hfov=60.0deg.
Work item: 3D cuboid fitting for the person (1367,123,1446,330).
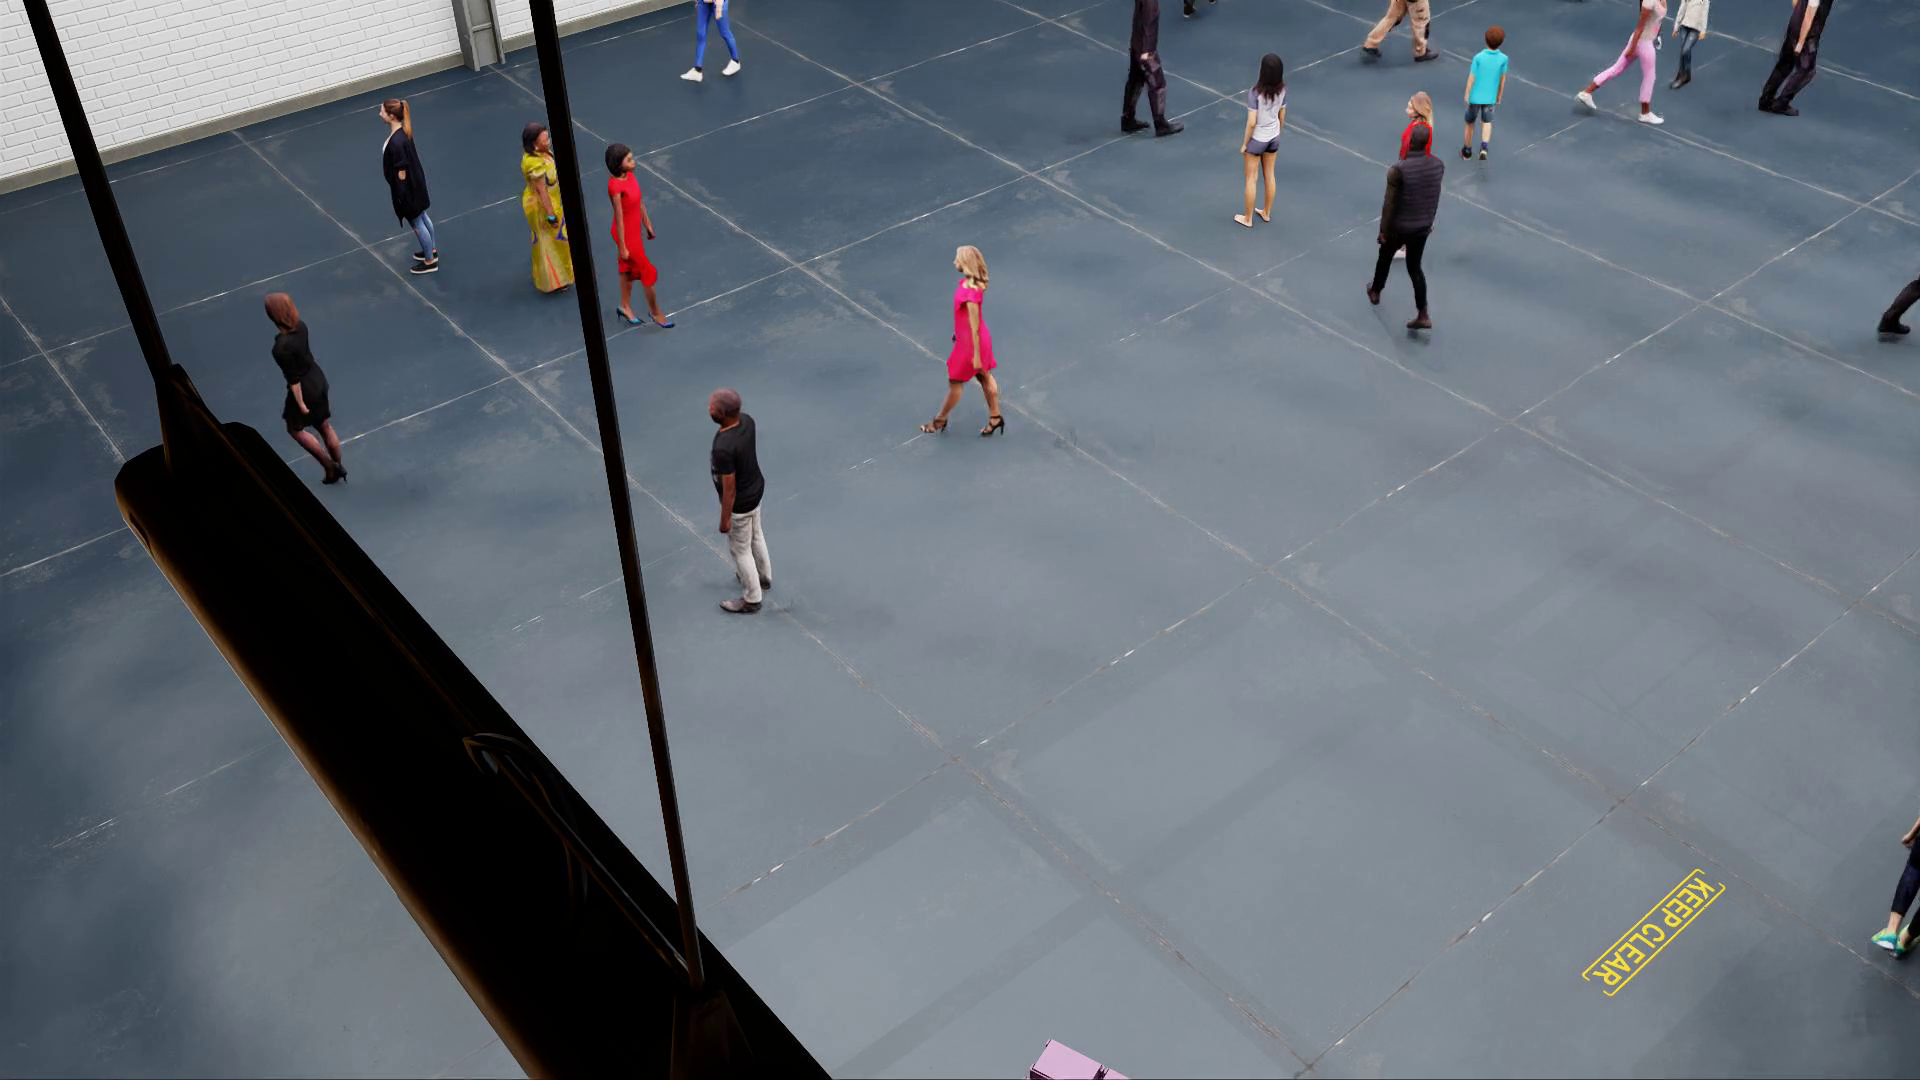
[{"bbox_3d":[3.961,-2.673,14.508,1.264,1.793,1.145,-11,40,-14],"label":"person"}]

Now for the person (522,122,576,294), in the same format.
[{"bbox_3d":[-3.821,-2.990,15.022,0.933,1.645,0.907,-5,39,-6],"label":"person"}]

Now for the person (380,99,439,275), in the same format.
[{"bbox_3d":[-5.075,-3.274,15.348,0.744,1.684,0.720,-3,39,-4],"label":"person"}]

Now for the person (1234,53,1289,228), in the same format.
[{"bbox_3d":[2.918,-3.860,16.041,0.527,1.734,0.692,-17,42,-20],"label":"person"}]

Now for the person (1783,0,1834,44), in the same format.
[{"bbox_3d":[9.765,-6.246,19.045,1.119,1.714,1.226,6,39,7],"label":"person"}]

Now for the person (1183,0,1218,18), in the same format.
[{"bbox_3d":[2.948,-7.265,20.279,0.936,1.766,1.176,17,42,20],"label":"person"}]

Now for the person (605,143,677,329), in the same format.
[{"bbox_3d":[-2.969,-2.639,14.517,0.906,1.727,0.847,3,39,4],"label":"person"}]

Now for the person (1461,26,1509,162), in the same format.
[{"bbox_3d":[5.406,-4.568,17.162,0.719,1.441,0.776,3,39,3],"label":"person"}]

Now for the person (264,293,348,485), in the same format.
[{"bbox_3d":[-4.882,-1.120,12.642,0.757,1.693,0.689,5,39,7],"label":"person"}]

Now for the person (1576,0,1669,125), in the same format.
[{"bbox_3d":[7.245,-5.337,17.931,0.938,1.684,1.078,16,41,19],"label":"person"}]

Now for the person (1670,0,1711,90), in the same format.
[{"bbox_3d":[8.302,-5.780,18.795,0.599,1.298,0.495,-29,47,-31],"label":"person"}]

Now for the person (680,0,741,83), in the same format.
[{"bbox_3d":[-2.726,-6.075,18.824,1.067,1.723,0.743,-32,48,-33],"label":"person"}]

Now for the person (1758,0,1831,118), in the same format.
[{"bbox_3d":[9.014,-5.490,18.004,0.886,1.831,0.810,5,39,7],"label":"person"}]

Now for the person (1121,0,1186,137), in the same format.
[{"bbox_3d":[1.892,-5.198,17.588,1.050,1.894,0.956,-4,39,-5],"label":"person"}]

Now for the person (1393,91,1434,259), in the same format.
[{"bbox_3d":[4.274,-3.353,15.442,0.808,1.689,0.756,4,39,5],"label":"person"}]

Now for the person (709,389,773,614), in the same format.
[{"bbox_3d":[-1.518,-0.278,11.500,0.820,1.804,0.724,9,40,11],"label":"person"}]

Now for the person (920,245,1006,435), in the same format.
[{"bbox_3d":[0.193,-1.542,13.163,1.000,1.702,0.936,3,39,3],"label":"person"}]

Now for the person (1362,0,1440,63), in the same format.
[{"bbox_3d":[5.120,-6.355,19.099,1.265,1.816,1.013,-10,40,-13],"label":"person"}]
